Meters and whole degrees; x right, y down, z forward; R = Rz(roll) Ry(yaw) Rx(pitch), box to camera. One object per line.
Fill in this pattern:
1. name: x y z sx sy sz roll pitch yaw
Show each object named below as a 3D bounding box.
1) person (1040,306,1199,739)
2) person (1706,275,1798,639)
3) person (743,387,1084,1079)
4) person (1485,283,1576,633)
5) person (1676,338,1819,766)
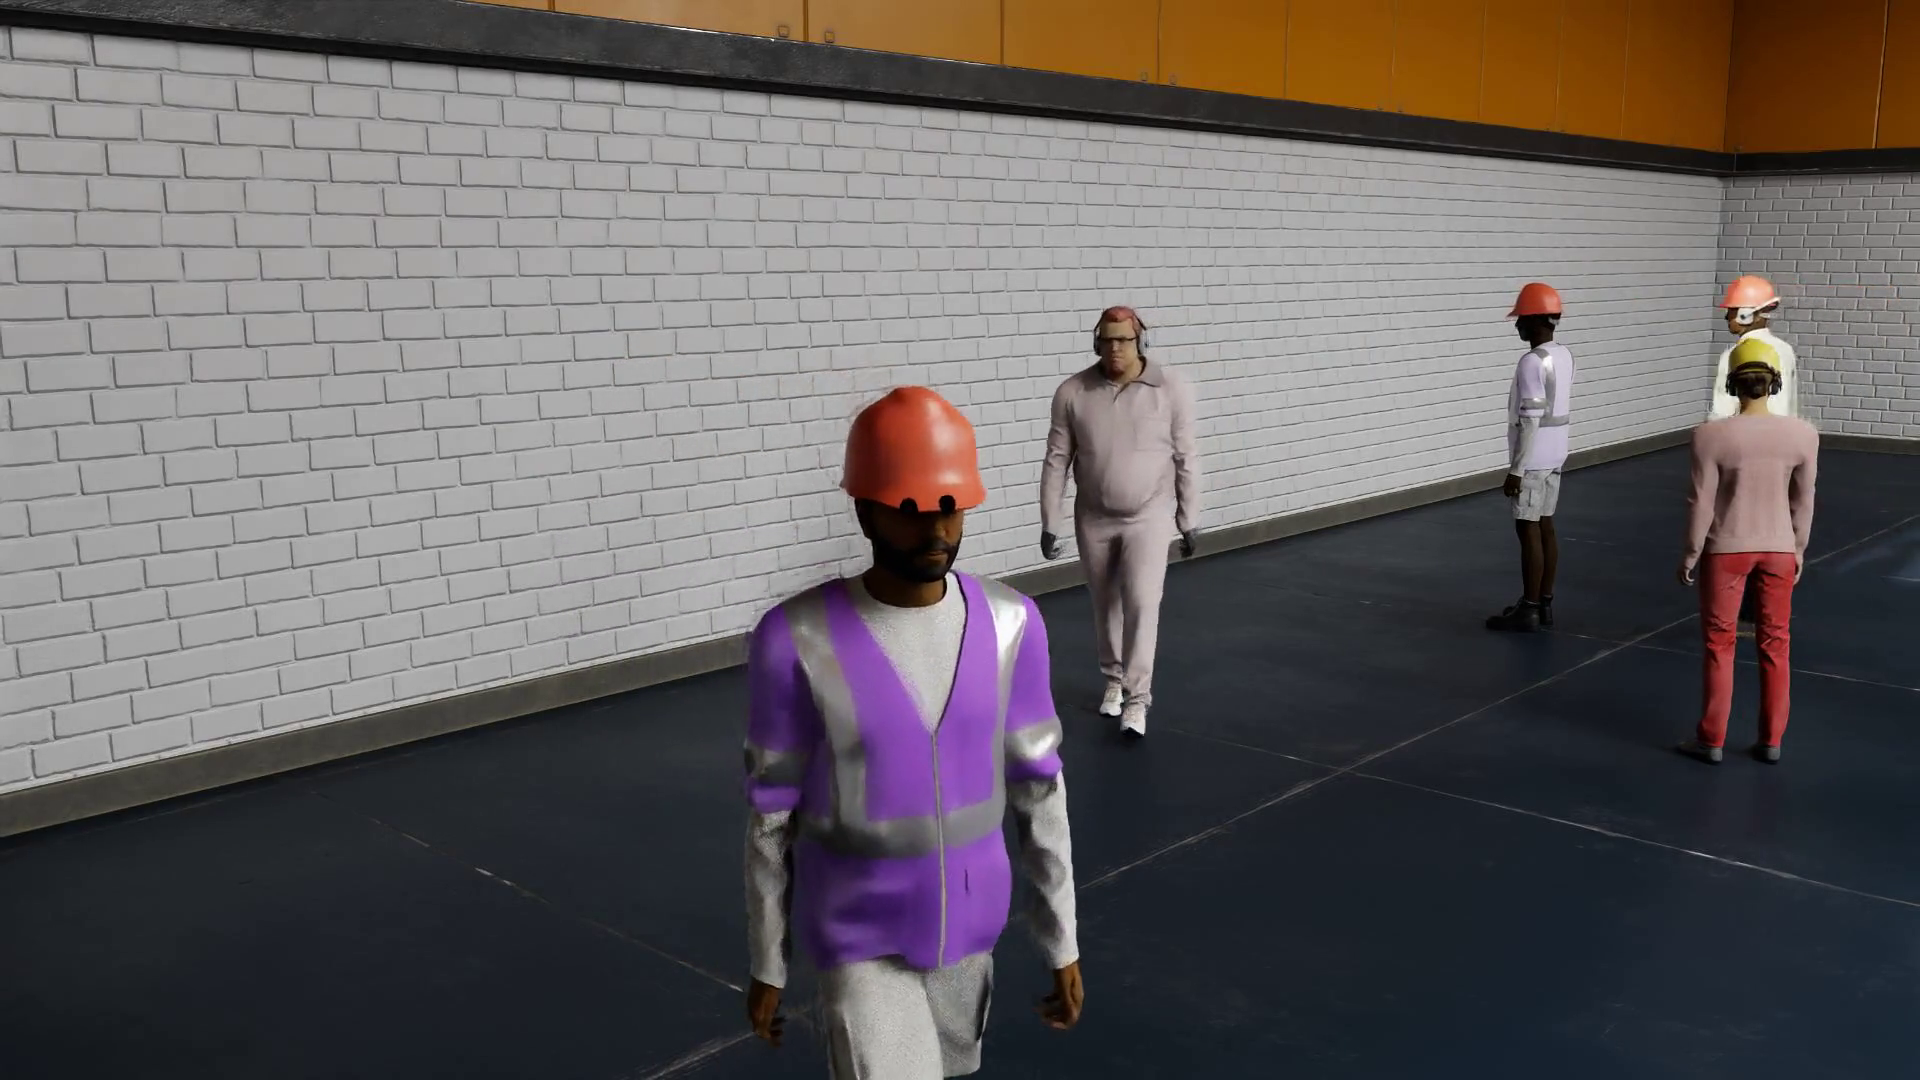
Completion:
1. person: 0.671 -0.073 7.269 0.681 1.864 0.927 3 10 16
2. person: 4.313 -0.446 9.100 0.630 1.974 0.486 -9 13 -42
3. person: -0.039 0.693 2.853 0.569 1.888 0.957 -5 11 -26
4. person: 3.175 -0.451 9.240 0.355 1.938 0.544 8 13 37
5. person: 3.225 0.058 6.853 0.523 1.762 0.329 0 10 2
